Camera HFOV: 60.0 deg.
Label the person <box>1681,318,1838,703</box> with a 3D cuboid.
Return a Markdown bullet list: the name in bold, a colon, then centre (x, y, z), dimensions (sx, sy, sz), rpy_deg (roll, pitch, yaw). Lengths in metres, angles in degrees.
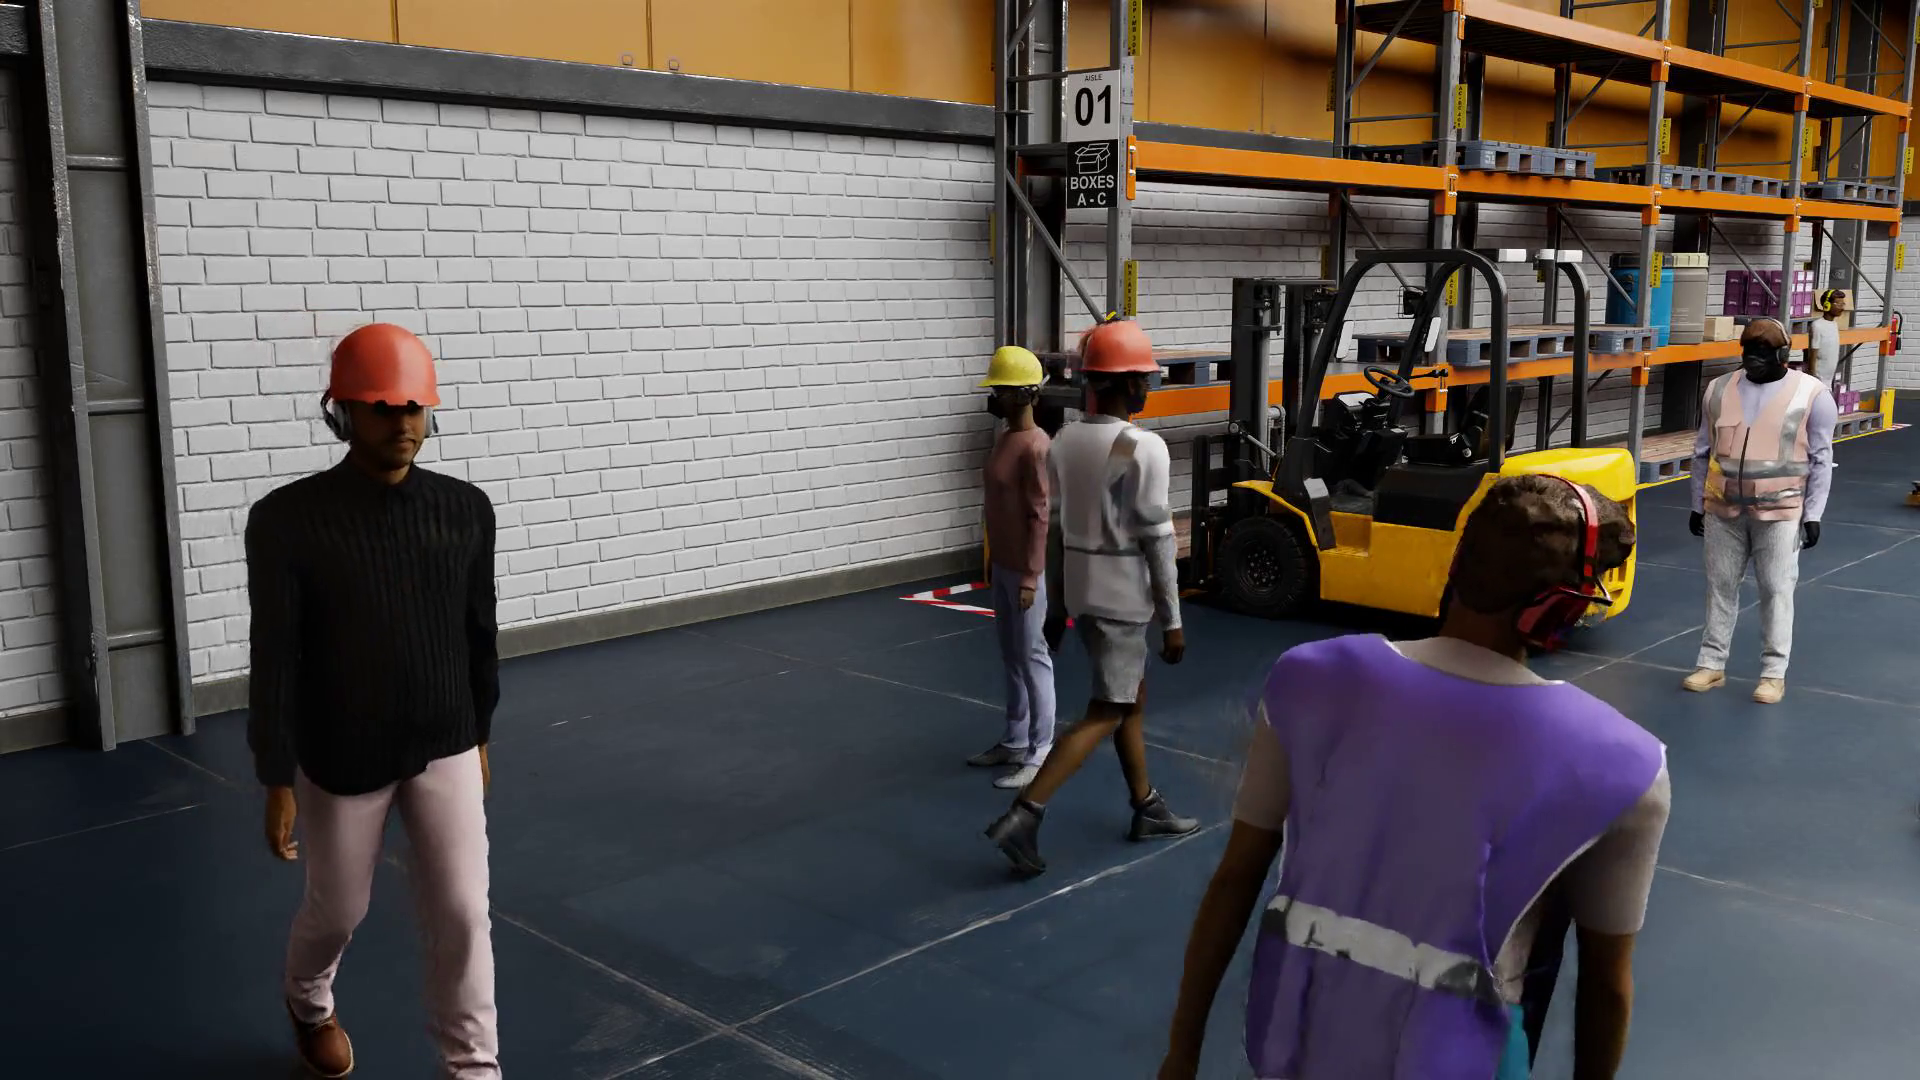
- **person**: centre (3.816, -0.142, 7.997), dimensions (0.429, 1.839, 0.634), rpy_deg (-9, 13, -44)

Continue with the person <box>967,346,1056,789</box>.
- **person**: centre (0.221, 0.109, 6.689), dimensions (0.309, 1.769, 0.524), rpy_deg (-3, 10, -17)

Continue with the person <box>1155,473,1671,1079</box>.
- **person**: centre (0.674, 0.783, 2.477), dimensions (0.654, 1.785, 0.869), rpy_deg (6, 11, 33)

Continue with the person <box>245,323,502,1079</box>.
- **person**: centre (-1.388, 0.465, 3.940), dimensions (0.623, 1.966, 0.967), rpy_deg (-8, 12, -39)

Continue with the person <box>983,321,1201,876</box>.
- **person**: centre (0.472, 0.201, 5.731), dimensions (0.942, 1.911, 0.552), rpy_deg (-6, 11, -31)

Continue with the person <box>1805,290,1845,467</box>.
- **person**: centre (8.973, -1.661, 17.289), dimensions (0.541, 1.855, 0.328), rpy_deg (-8, 12, -39)

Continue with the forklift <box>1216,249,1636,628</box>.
- **forklift**: centre (2.710, -0.584, 9.626), dimensions (2.313, 2.155, 1.214), rpy_deg (9, 13, 43)

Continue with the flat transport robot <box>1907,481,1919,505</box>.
- **flat transport robot**: centre (8.541, -0.310, 13.827), dimensions (0.652, 0.197, 1.431), rpy_deg (1, 9, 7)
